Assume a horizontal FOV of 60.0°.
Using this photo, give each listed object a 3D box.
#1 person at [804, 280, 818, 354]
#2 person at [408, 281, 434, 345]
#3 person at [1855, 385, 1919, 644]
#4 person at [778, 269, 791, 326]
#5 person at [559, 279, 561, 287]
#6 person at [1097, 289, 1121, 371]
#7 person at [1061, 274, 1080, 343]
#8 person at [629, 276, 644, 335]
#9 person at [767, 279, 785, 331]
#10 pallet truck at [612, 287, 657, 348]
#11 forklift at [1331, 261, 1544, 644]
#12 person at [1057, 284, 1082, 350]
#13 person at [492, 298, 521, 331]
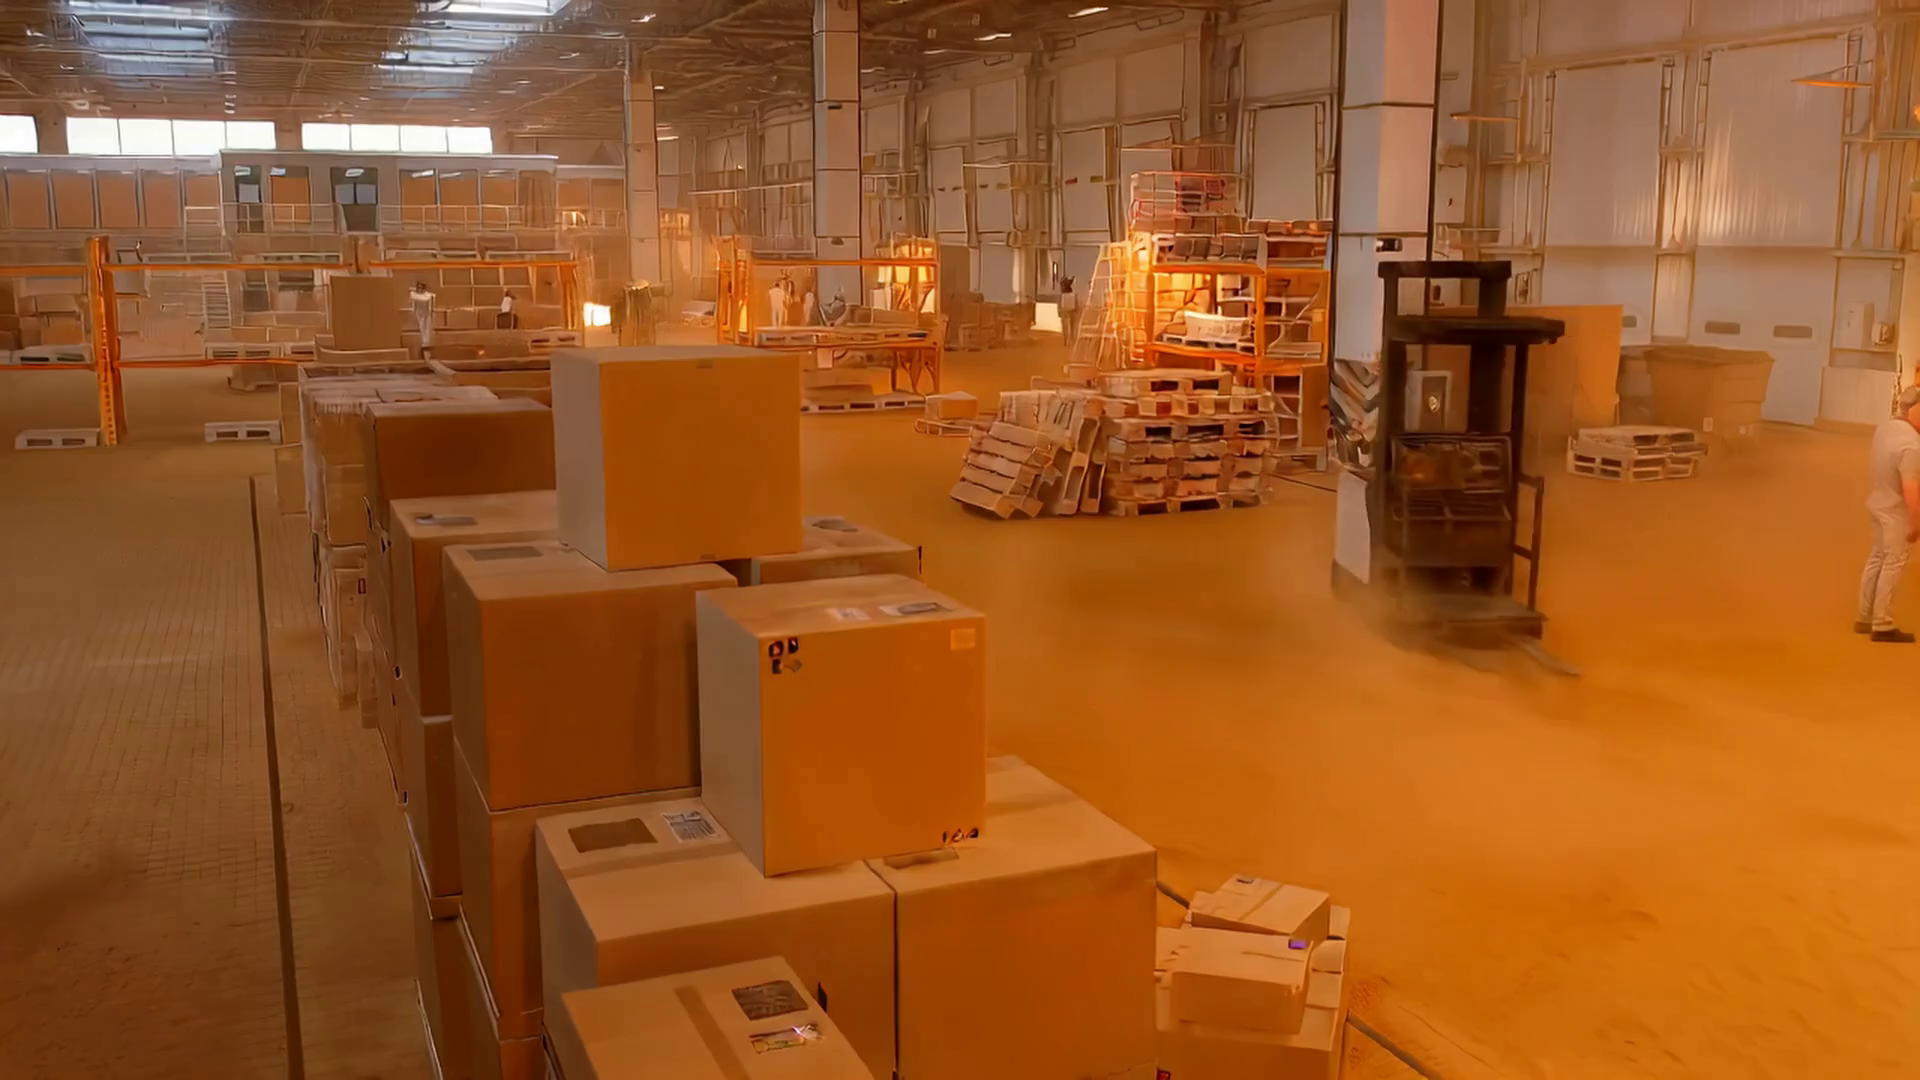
[{"bbox_3d":[-3.747,-5.781,43.219,0.587,1.913,0.416,-4,11,-19],"label":"person"},{"bbox_3d":[-14.249,-5.906,44.046,0.631,1.882,1.082,-2,10,-11],"label":"person"},{"bbox_3d":[6.958,-0.190,12.372,0.371,1.930,0.636,1,10,3],"label":"person"},{"bbox_3d":[-6.057,-8.365,57.365,0.402,1.943,0.609,-9,14,-41],"label":"person"},{"bbox_3d":[-14.725,-8.911,60.620,0.583,1.863,0.752,5,11,26],"label":"person"},{"bbox_3d":[3.290,-4.580,36.565,0.589,1.924,0.383,-6,12,-29],"label":"person"},{"bbox_3d":[3.167,-6.670,47.935,0.619,1.988,0.403,7,12,32],"label":"person"},{"bbox_3d":[-10.083,-7.311,51.863,0.429,1.837,0.621,1,10,5],"label":"person"},{"bbox_3d":[-5.421,-6.734,48.731,0.658,1.836,0.287,9,14,42],"label":"person"},{"bbox_3d":[-6.464,-4.406,35.401,0.823,1.965,1.885,6,12,32],"label":"pallet truck"},{"bbox_3d":[3.683,-0.762,12.888,1.129,2.768,1.873,-1,10,-4],"label":"forklift"},{"bbox_3d":[2.983,-6.079,45.254,0.681,1.783,0.937,1,10,5],"label":"person"},{"bbox_3d":[-8.440,-3.574,31.122,0.572,1.887,0.354,3,11,14],"label":"person"}]
